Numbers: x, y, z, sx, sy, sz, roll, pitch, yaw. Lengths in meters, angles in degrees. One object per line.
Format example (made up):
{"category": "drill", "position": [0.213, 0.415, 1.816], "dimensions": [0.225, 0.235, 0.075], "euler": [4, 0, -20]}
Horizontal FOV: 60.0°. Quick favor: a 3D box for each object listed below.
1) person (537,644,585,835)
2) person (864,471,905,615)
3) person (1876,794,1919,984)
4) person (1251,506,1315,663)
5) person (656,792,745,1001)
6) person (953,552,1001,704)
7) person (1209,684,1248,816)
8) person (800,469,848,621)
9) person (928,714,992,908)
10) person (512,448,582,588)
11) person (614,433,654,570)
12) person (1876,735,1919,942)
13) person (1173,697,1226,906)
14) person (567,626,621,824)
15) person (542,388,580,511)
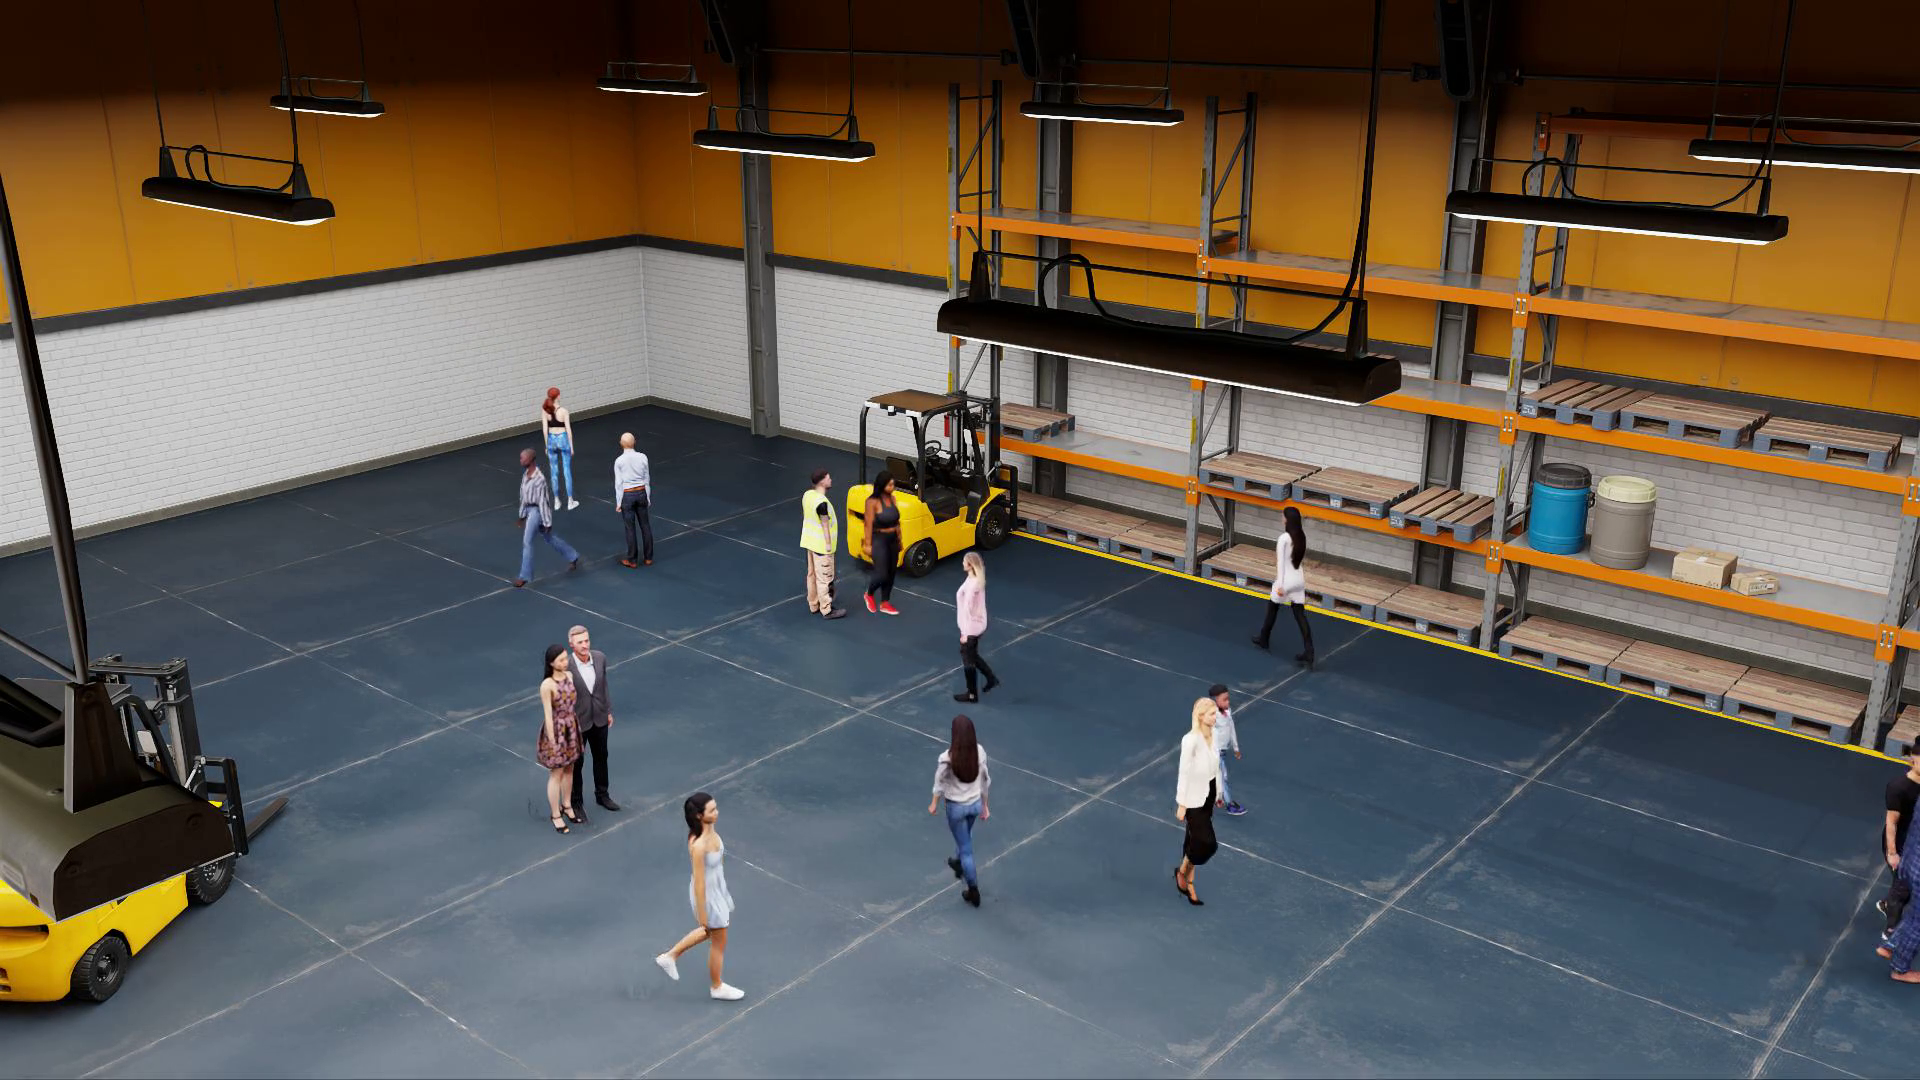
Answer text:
{"category": "person", "position": [-3.552, 1.759, 14.853], "dimensions": [0.777, 1.774, 0.755], "euler": [7, 20, 20]}
{"category": "person", "position": [-0.982, 0.026, 19.956], "dimensions": [0.693, 1.802, 0.688], "euler": [17, 25, 40]}
{"category": "person", "position": [7.204, 2.518, 12.553], "dimensions": [0.852, 1.804, 0.820], "euler": [2, 19, 6]}
{"category": "person", "position": [3.735, 0.536, 18.506], "dimensions": [0.865, 1.761, 1.249], "euler": [-12, 22, -31]}
{"category": "person", "position": [-1.950, 2.643, 12.318], "dimensions": [0.983, 1.718, 0.901], "euler": [0, 19, 0]}
{"category": "person", "position": [0.211, 0.930, 17.466], "dimensions": [0.845, 1.678, 0.766], "euler": [4, 19, 11]}
{"category": "person", "position": [2.319, 1.893, 15.312], "dimensions": [0.852, 1.228, 0.497], "euler": [16, 24, 39]}
{"category": "person", "position": [-1.653, 0.026, 19.889], "dimensions": [0.864, 1.845, 0.759], "euler": [-11, 21, -29]}
{"category": "person", "position": [0.074, 2.248, 13.666], "dimensions": [0.770, 1.604, 0.978], "euler": [-12, 22, -32]}
{"category": "person", "position": [-5.237, -0.287, 20.980], "dimensions": [0.899, 1.741, 1.194], "euler": [-13, 23, -34]}
{"category": "person", "position": [-4.236, -0.518, 21.589], "dimensions": [0.705, 1.789, 0.674], "euler": [-12, 22, -31]}
{"category": "person", "position": [7.374, 2.332, 13.038], "dimensions": [0.888, 1.847, 0.899], "euler": [-9, 21, -26]}
{"category": "person", "position": [1.878, 2.133, 13.624], "dimensions": [0.638, 1.849, 0.633], "euler": [15, 24, 38]}
{"category": "person", "position": [-3.405, 1.628, 15.138], "dimensions": [0.741, 1.842, 0.633], "euler": [-16, 25, -40]}
{"category": "person", "position": [-5.783, -1.322, 23.979], "dimensions": [0.685, 1.788, 0.753], "euler": [1, 19, 2]}
